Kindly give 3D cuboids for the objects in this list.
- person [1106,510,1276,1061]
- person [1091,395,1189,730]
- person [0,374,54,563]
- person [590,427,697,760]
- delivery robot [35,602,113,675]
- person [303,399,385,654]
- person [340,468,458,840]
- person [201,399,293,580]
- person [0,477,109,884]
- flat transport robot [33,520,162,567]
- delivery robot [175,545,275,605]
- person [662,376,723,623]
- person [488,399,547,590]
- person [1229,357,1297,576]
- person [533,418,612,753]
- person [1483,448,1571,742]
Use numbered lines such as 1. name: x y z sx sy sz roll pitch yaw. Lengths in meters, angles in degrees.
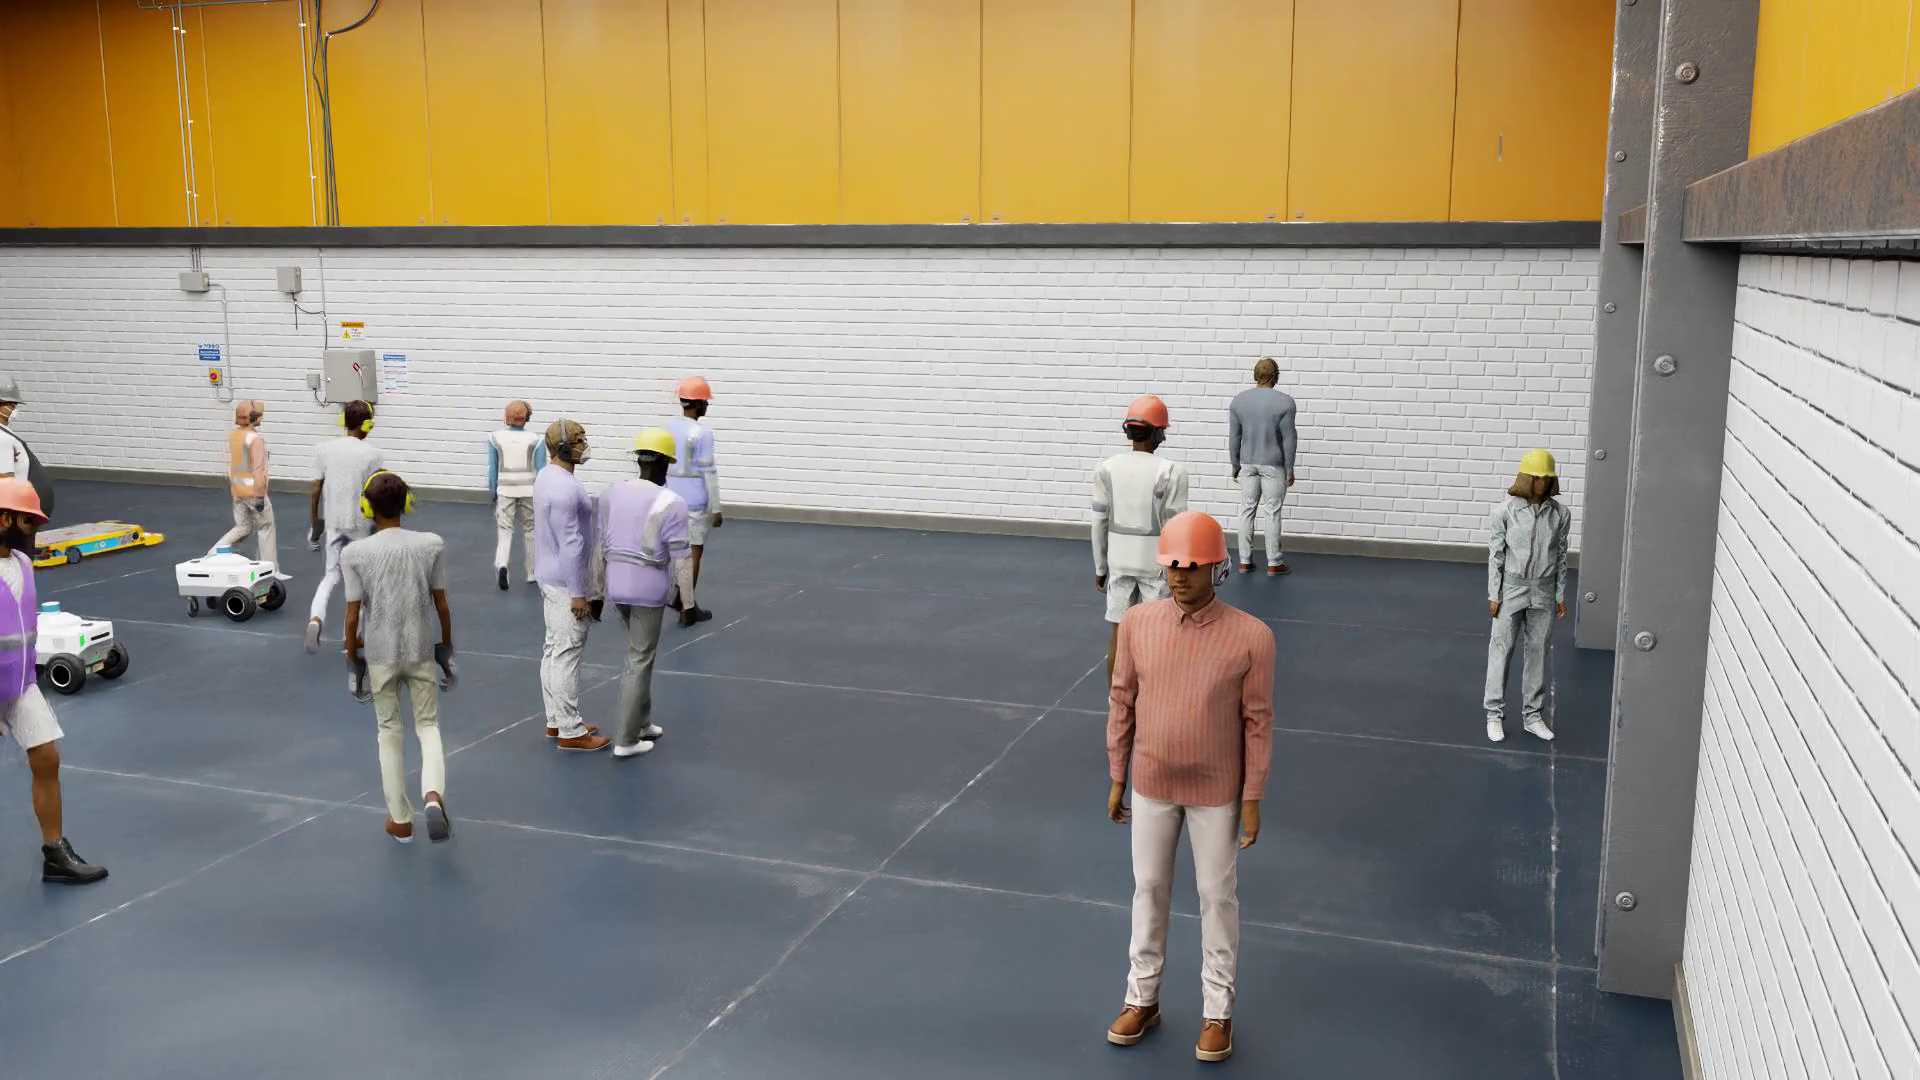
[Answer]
1. person: 0.818 0.877 6.012 0.611 1.995 0.375 4 11 23
2. person: 1.096 0.153 9.958 0.614 2.039 0.395 5 11 28
3. person: -6.720 -0.172 11.791 0.537 2.000 0.679 -10 14 -43
4. person: -1.781 0.297 9.555 0.607 1.886 0.647 6 12 30
5. delivery robot: -6.022 0.655 11.052 0.707 0.478 0.477 2 10 11
6. person: -4.370 -0.067 11.793 0.576 1.830 0.664 0 10 1
7. person: -2.690 0.584 8.043 0.532 1.858 0.580 -5 11 -27
8. person: -6.173 -0.397 14.284 0.539 1.616 0.684 9 13 40
9. person: -4.453 0.657 7.596 0.952 1.879 0.581 2 10 11
10. flat transport robot: -8.334 0.023 15.675 0.652 0.197 1.431 4 11 19
11. delivery robot: -5.808 0.283 13.146 0.707 0.478 0.477 2 10 10
12. person: -2.070 -0.307 12.884 0.566 1.919 0.432 9 14 42
13. person: -3.767 -0.386 14.161 0.516 1.618 0.687 -1 10 -4
14. person: 2.687 -0.649 14.765 0.628 1.940 0.378 7 12 34
15. person: -2.278 0.259 9.648 0.371 1.940 0.627 -4 11 -23
16. person: 3.355 0.325 9.825 0.486 1.745 0.295 -1 10 -6
